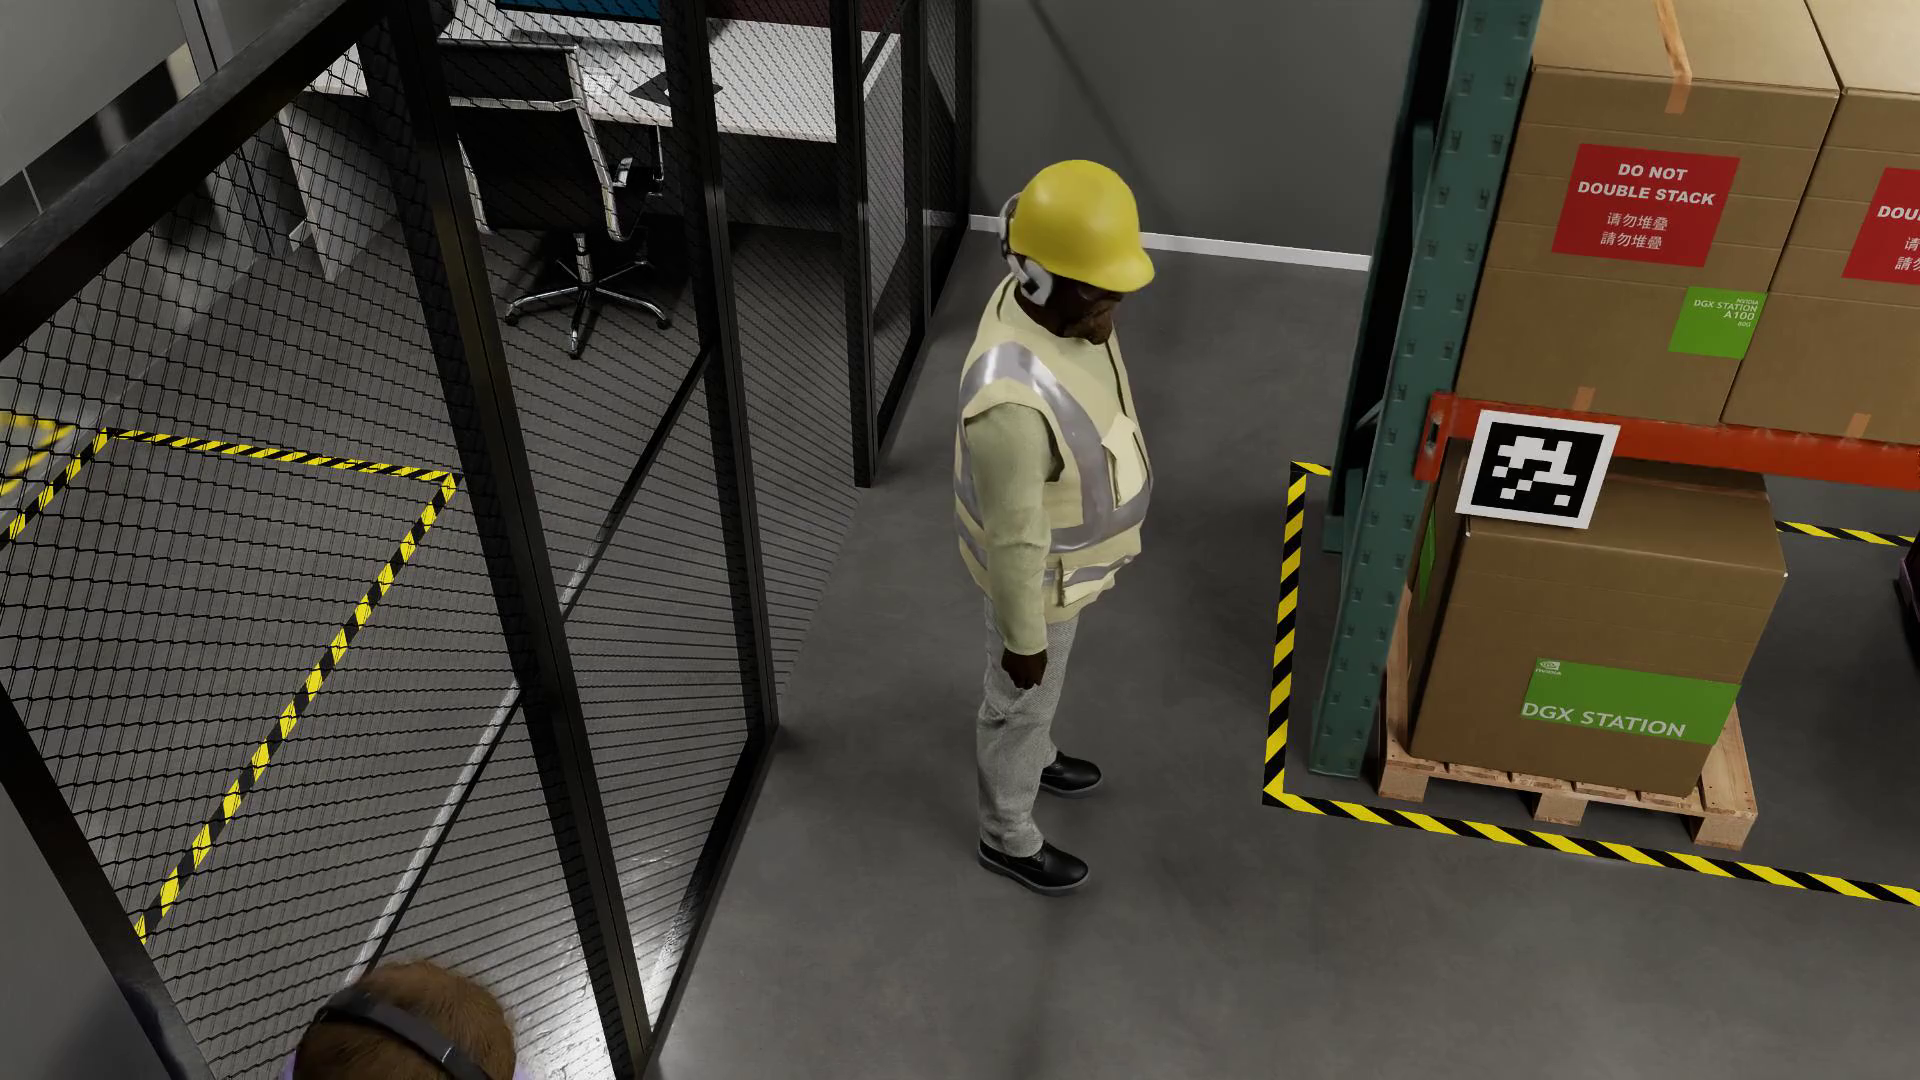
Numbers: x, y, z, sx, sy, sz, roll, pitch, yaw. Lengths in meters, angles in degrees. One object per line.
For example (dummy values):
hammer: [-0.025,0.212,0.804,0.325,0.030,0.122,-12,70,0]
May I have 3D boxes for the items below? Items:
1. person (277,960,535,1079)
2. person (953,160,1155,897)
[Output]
person: [-0.531,1.154,2.170,0.635,1.938,0.362,18,44,20]
person: [0.194,0.017,3.562,0.404,1.825,0.603,8,42,9]
